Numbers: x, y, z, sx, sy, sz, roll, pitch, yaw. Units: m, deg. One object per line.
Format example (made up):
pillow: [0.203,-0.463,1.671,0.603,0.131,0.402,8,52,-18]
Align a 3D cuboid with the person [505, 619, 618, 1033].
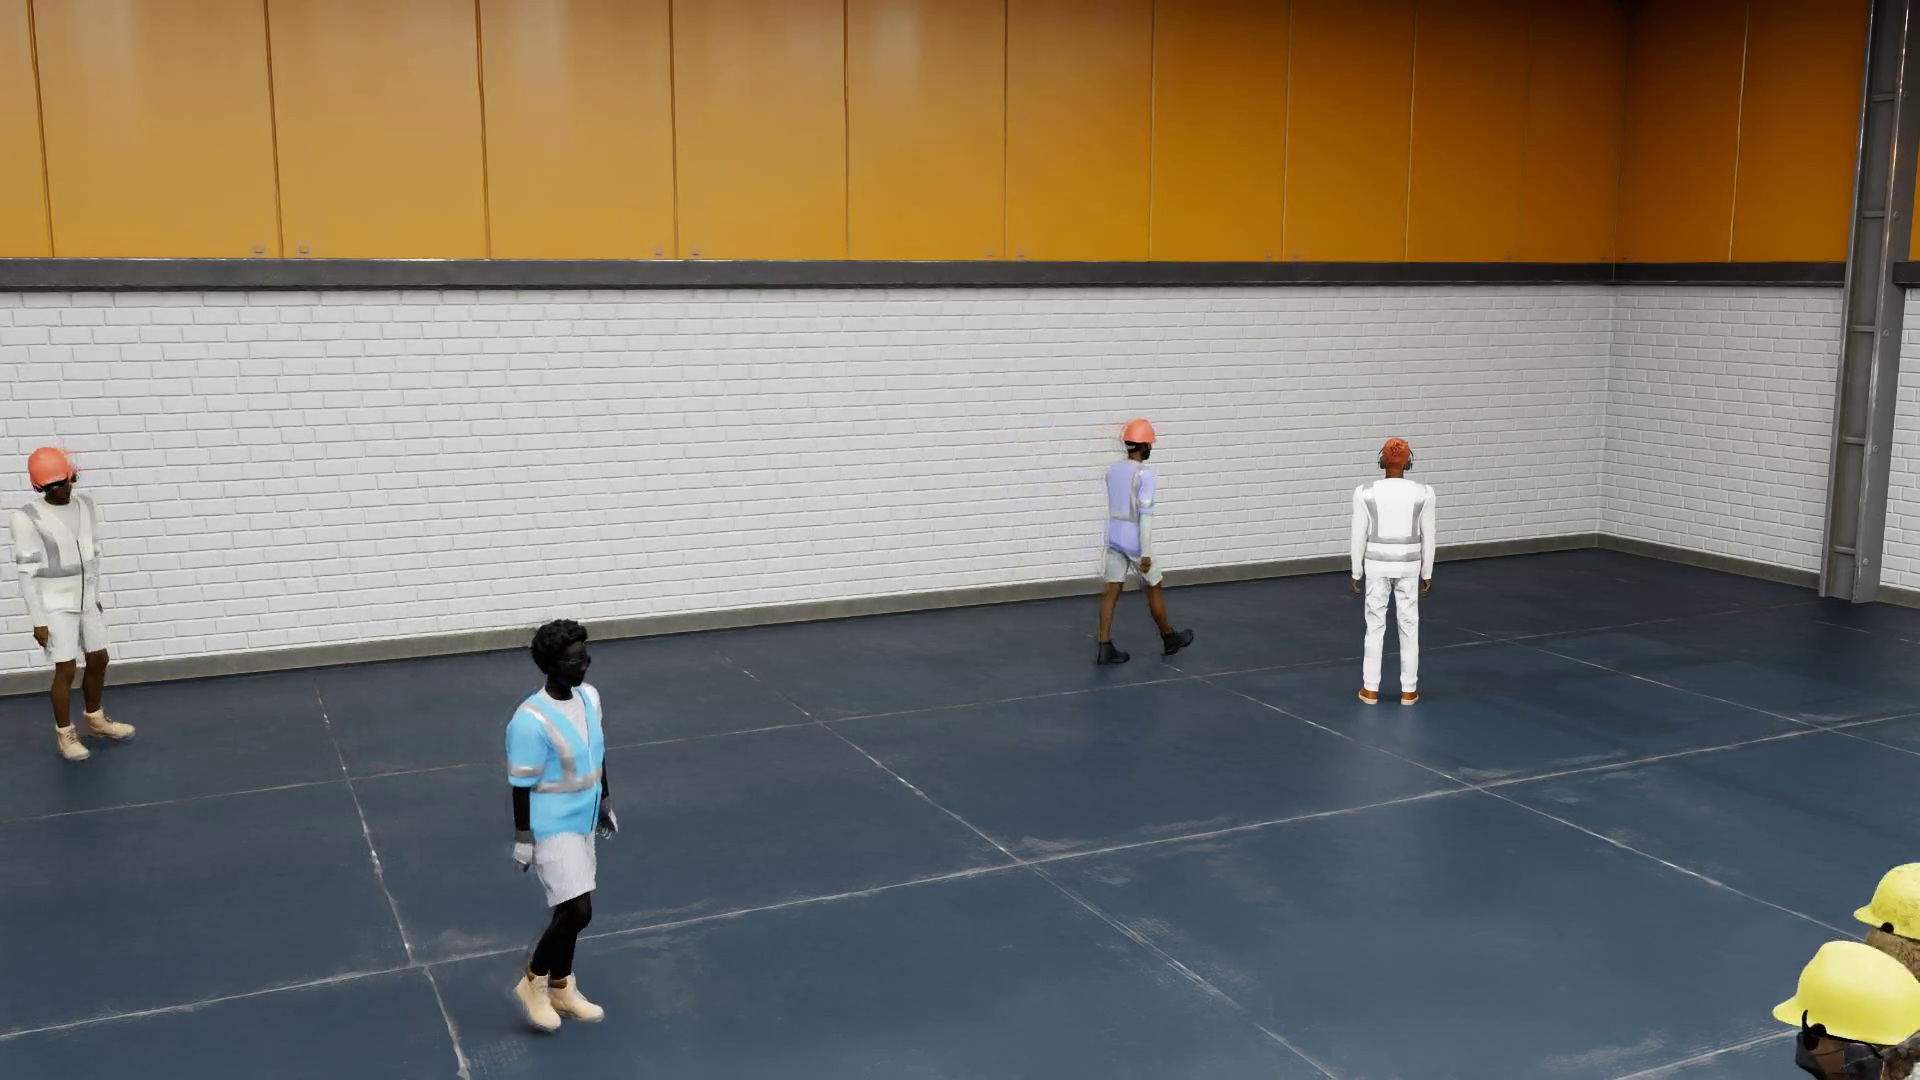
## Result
person: [-1.563,1.137,6.625,0.368,1.684,0.536,2,9,15]

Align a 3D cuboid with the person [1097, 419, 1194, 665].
person: [1.425,0.009,12.960,0.947,1.892,0.574,-7,11,-36]

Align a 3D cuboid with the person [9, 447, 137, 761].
person: [-5.502,0.389,10.313,0.493,1.989,0.746,3,10,17]

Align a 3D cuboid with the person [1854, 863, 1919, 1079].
person: [2.218,1.594,3.813,0.497,1.714,0.910,-6,11,-34]

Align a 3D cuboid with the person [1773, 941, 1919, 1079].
person: [1.729,1.639,3.297,0.548,1.748,0.528,9,13,44]

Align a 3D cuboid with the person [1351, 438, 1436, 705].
person: [3.028,0.225,11.662,0.573,1.883,0.356,2,9,10]
